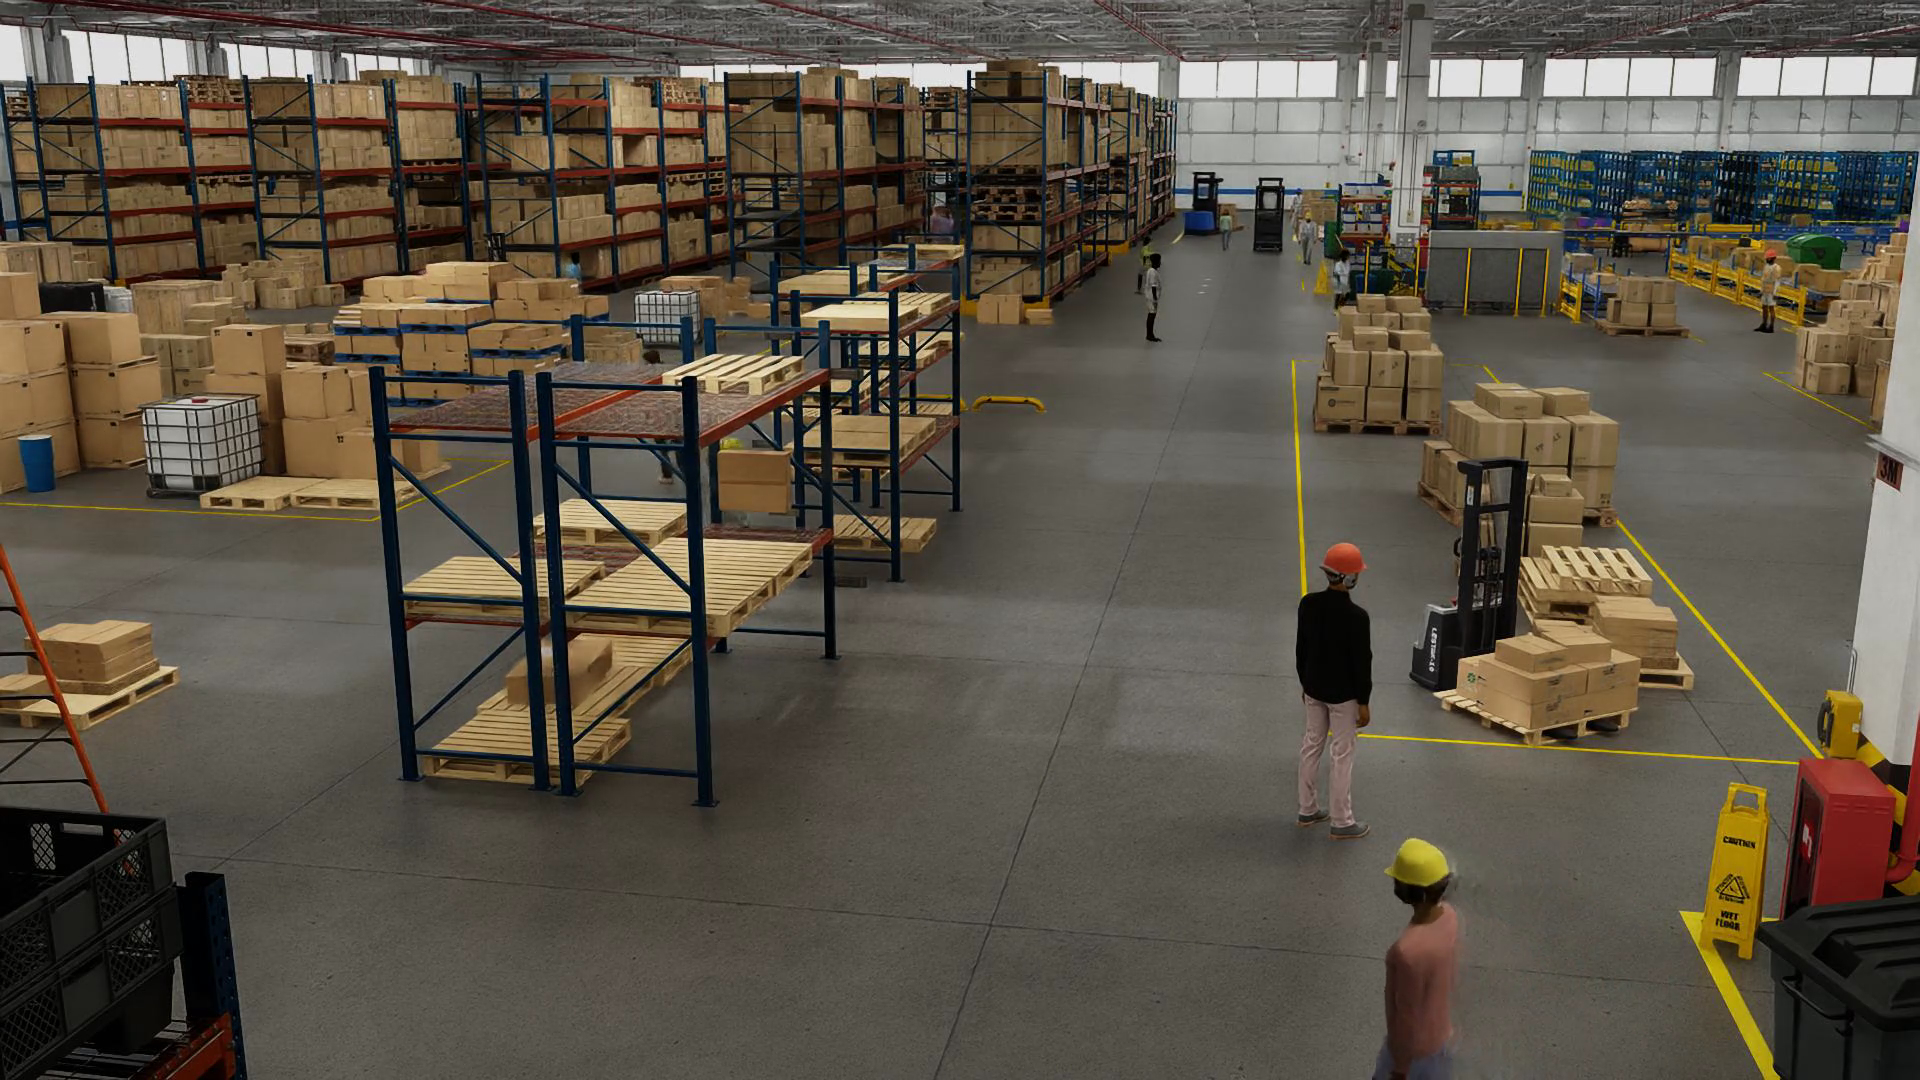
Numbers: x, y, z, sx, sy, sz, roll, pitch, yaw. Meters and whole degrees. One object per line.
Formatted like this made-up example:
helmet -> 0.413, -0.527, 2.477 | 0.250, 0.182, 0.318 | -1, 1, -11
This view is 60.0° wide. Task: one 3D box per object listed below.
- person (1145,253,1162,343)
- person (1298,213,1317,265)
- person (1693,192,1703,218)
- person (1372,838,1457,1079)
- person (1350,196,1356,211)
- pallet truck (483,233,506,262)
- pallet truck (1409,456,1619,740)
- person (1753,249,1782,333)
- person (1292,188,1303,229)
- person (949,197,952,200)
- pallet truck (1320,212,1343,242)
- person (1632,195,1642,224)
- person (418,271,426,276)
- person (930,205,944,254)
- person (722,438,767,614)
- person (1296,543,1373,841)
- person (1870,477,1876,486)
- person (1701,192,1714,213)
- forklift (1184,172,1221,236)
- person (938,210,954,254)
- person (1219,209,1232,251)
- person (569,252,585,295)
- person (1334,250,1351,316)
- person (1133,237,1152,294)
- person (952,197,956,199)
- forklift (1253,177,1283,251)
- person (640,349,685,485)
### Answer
person -> 4.299, -5.375, 36.910 | 0.367, 1.966, 0.607 | 0, 14, -1
person -> 12.184, -10.560, 58.342 | 0.611, 1.786, 0.941 | 3, 14, 10
person -> 35.418, -15.909, 79.933 | 0.564, 1.842, 0.393 | -5, 15, -18
person -> 1.988, 2.101, 7.021 | 0.704, 1.742, 0.528 | 10, 17, 36
person -> 20.641, -17.749, 87.603 | 0.484, 1.745, 0.298 | -6, 15, -22
pallet truck -> -11.832, -7.026, 43.548 | 1.885, 1.965, 0.823 | 8, 16, 28
pallet truck -> 4.504, 0.400, 13.395 | 0.823, 1.965, 1.885 | -6, 15, -23
person -> 18.763, -5.781, 38.622 | 0.378, 1.932, 0.551 | -2, 14, -9
person -> 16.136, -15.854, 79.524 | 0.601, 1.940, 0.415 | -8, 16, -28
person -> -0.448, -18.969, 92.504 | 0.577, 1.783, 0.885 | -2, 14, -7
pallet truck -> 15.874, -13.227, 70.310 | 0.680, 1.201, 1.601 | 10, 17, 35
person -> 29.472, -14.069, 72.351 | 0.620, 1.893, 0.659 | 9, 16, 32
person -> -10.544, -4.409, 33.136 | 0.937, 1.906, 0.554 | 2, 14, 7
person -> -0.861, -11.669, 62.650 | 0.734, 1.884, 0.643 | 11, 17, 37
person -> -2.116, -0.132, 16.102 | 0.684, 1.716, 0.512 | 1, 14, 3
person -> 2.478, 0.994, 10.991 | 0.376, 1.995, 0.608 | -10, 17, -34
person -> 12.095, -1.384, 20.988 | 0.914, 1.839, 0.505 | 10, 17, 34
person -> 34.741, -15.343, 77.422 | 0.620, 1.936, 1.029 | 1, 14, 5
forklift -> 10.817, -14.980, 74.022 | 1.129, 2.768, 1.873 | 7, 16, 27
person -> -0.473, -10.749, 58.899 | 0.620, 1.899, 1.023 | -13, 19, -41
person -> 10.432, -12.164, 65.169 | 0.523, 1.614, 0.557 | 5, 15, 20
person -> -9.505, -6.287, 41.204 | 0.373, 1.687, 0.537 | 2, 14, 9
person -> 9.665, -6.494, 42.046 | 0.535, 1.685, 0.388 | -9, 17, -33
person -> 5.270, -7.831, 47.532 | 0.677, 1.647, 0.587 | 9, 16, 32
person -> -0.134, -16.957, 84.090 | 0.574, 1.884, 0.971 | 3, 14, 12
forklift -> 12.083, -12.747, 64.956 | 1.129, 2.768, 1.873 | 3, 14, 10
person -> -3.949, -1.636, 22.057 | 0.546, 1.803, 0.455 | -8, 16, -29
